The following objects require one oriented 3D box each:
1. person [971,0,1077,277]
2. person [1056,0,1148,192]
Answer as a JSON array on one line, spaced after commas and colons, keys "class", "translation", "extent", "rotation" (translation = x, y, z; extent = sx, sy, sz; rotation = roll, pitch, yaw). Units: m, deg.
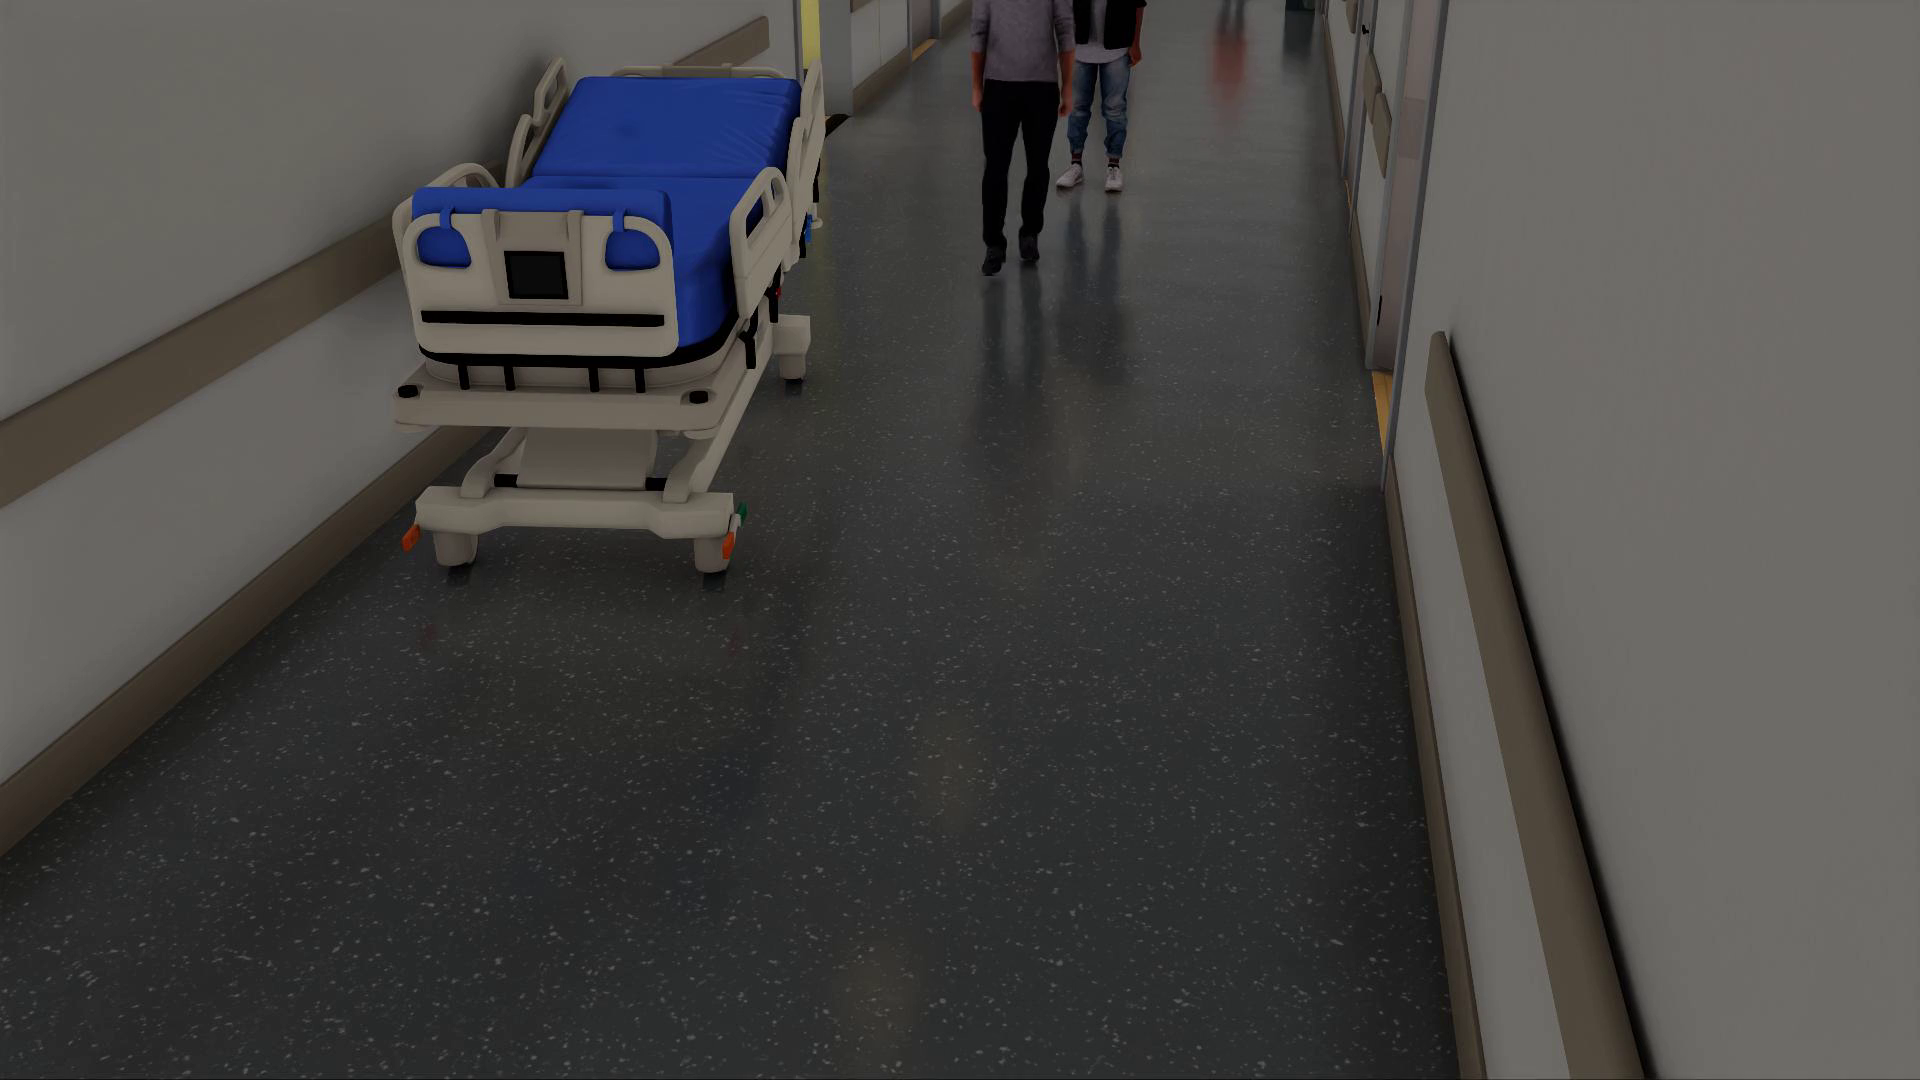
[{"class": "person", "translation": [0.315, -2.291, 8.356], "extent": [0.824, 1.821, 0.806], "rotation": [0, 26, 0]}, {"class": "person", "translation": [0.836, -3.005, 9.845], "extent": [0.573, 1.814, 0.777], "rotation": [8, 27, 16]}]
